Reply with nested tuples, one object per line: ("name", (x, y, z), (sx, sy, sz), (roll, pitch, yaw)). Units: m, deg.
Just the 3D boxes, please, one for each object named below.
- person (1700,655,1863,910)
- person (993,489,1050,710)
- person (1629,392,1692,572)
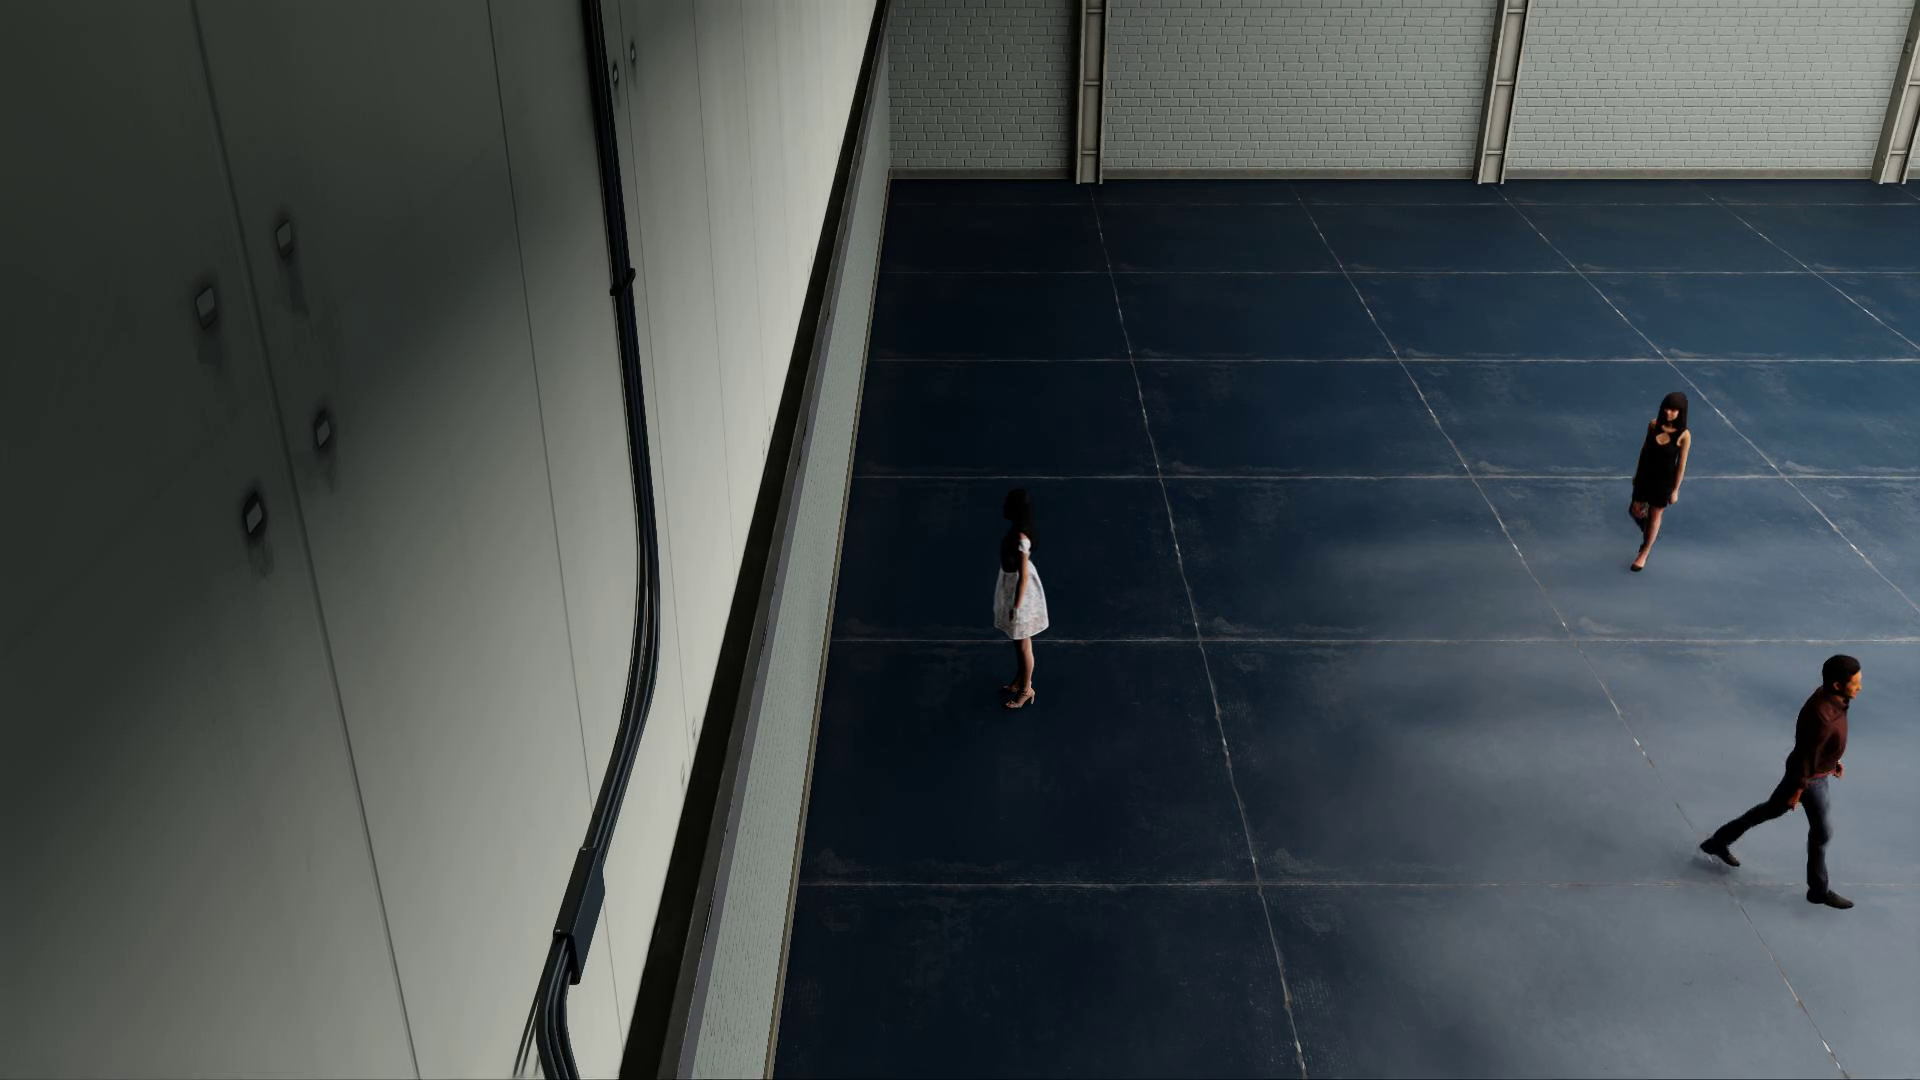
("person", (5.141, 1.437, 10.295), (1.248, 1.740, 1.005), (14, 31, 24))
("person", (0.426, 0.428, 12.155), (0.624, 1.774, 0.642), (1, 28, 2))
("person", (5.938, -0.515, 14.065), (0.798, 1.641, 0.739), (-21, 34, -34))
